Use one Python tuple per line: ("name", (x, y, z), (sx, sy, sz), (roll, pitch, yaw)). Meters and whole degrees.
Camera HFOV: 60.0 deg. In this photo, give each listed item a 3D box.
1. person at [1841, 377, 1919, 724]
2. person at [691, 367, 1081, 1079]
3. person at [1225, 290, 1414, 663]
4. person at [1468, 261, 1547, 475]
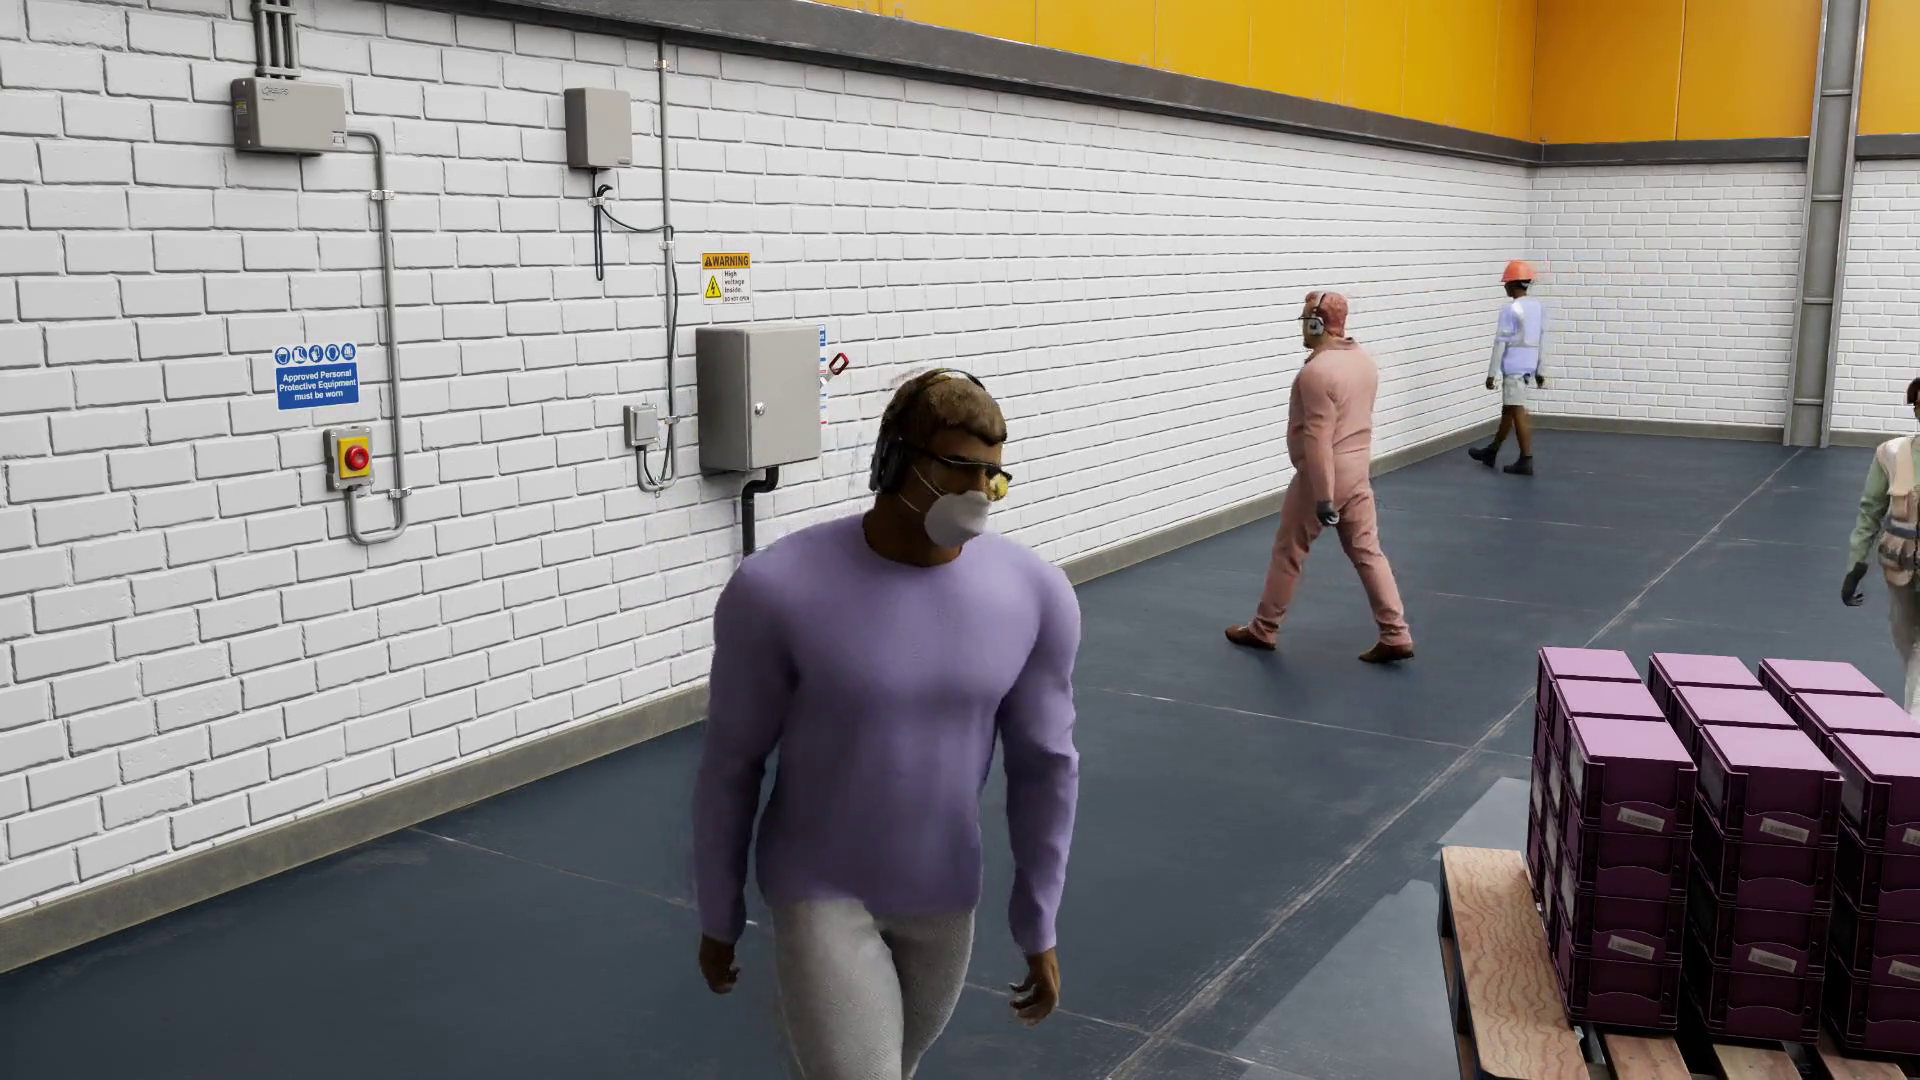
("person", (3.582, 0.176, 6.261), (0.776, 1.605, 0.548), (-6, 12, -29))
("person", (-0.105, 0.652, 2.872), (0.658, 1.887, 0.896), (-4, 11, -23))
("person", (1.855, -0.307, 8.313), (1.011, 1.865, 0.639), (10, 14, 44))
("person", (4.949, -1.564, 15.120), (0.576, 1.901, 0.865), (-8, 13, -36))
